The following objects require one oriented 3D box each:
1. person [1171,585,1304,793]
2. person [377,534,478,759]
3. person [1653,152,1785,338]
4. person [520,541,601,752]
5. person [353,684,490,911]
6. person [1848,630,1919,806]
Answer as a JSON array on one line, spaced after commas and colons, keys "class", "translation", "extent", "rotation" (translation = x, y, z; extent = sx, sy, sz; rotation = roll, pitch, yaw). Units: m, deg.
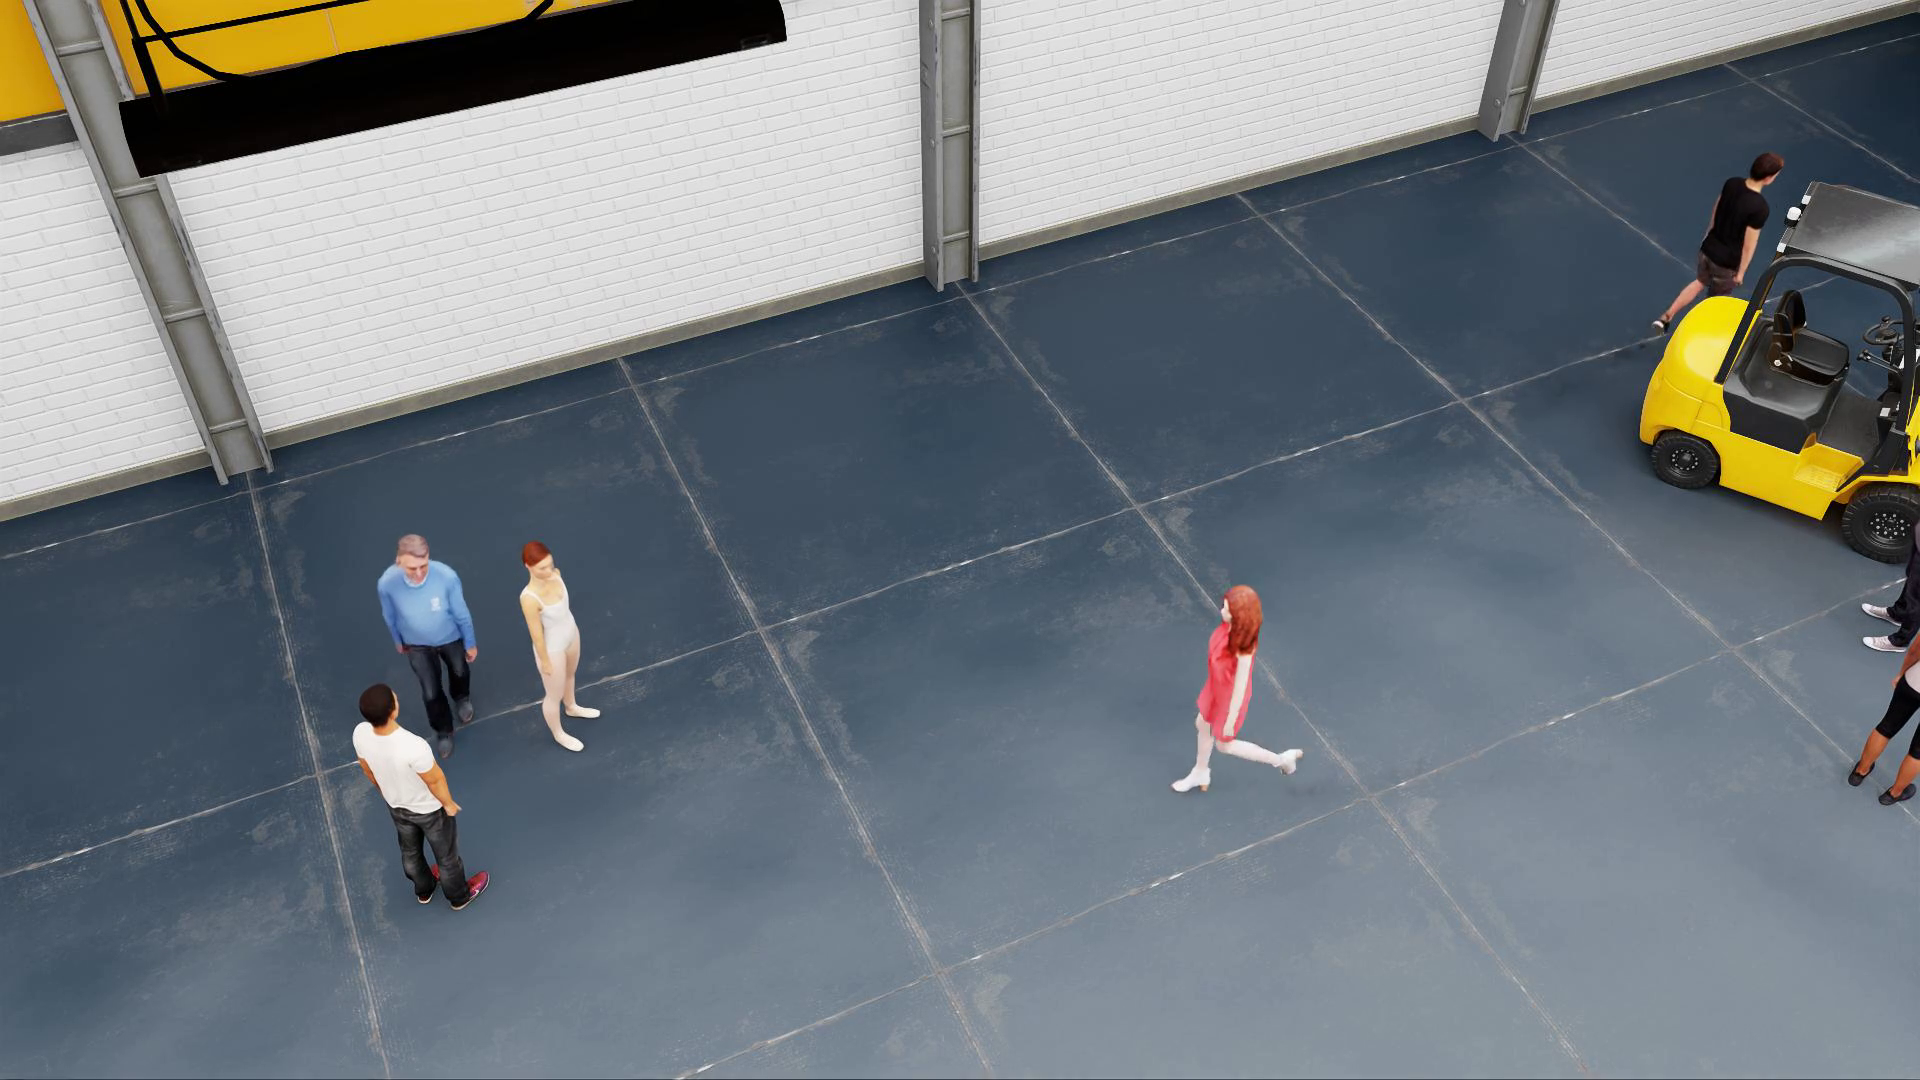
[{"class": "person", "translation": [1.691, 0.938, 9.935], "extent": [1.091, 1.804, 0.839], "rotation": [-2, 44, -2]}, {"class": "person", "translation": [-3.297, 0.541, 10.378], "extent": [0.802, 1.767, 0.795], "rotation": [-7, 44, -7]}, {"class": "person", "translation": [6.018, -2.273, 13.278], "extent": [0.898, 1.842, 0.725], "rotation": [-14, 45, -15]}, {"class": "person", "translation": [-2.529, 0.634, 10.371], "extent": [0.654, 1.643, 0.611], "rotation": [10, 45, 10]}, {"class": "person", "translation": [-3.084, 1.465, 9.385], "extent": [0.701, 1.800, 0.771], "rotation": [13, 45, 13]}, {"class": "person", "translation": [5.826, 0.926, 9.991], "extent": [0.602, 1.745, 0.651], "rotation": [-27, 50, -26]}]
